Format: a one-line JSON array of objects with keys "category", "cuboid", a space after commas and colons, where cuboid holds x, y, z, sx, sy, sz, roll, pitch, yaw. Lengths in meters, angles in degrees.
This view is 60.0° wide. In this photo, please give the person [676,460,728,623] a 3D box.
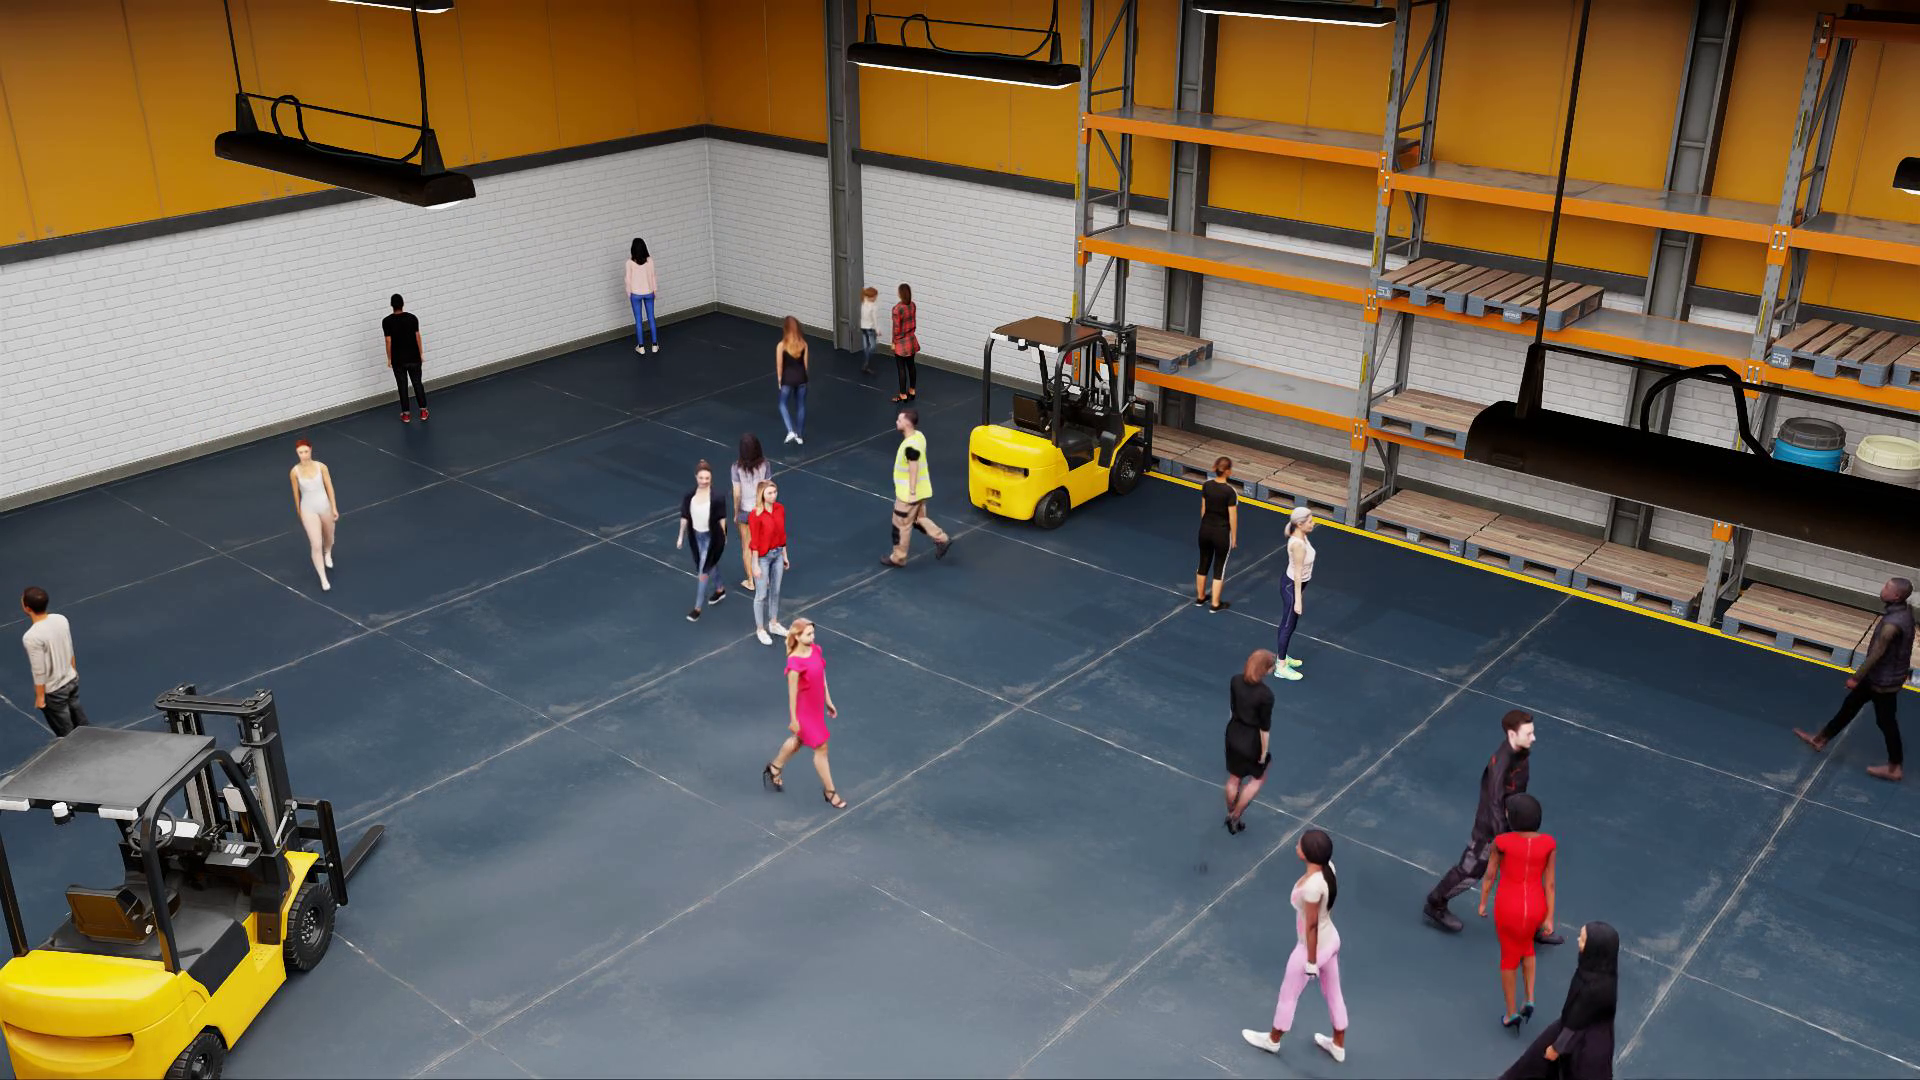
[{"category": "person", "cuboid": [-2.548, -0.043, 17.037, 1.071, 1.641, 0.887, 11, 26, 23]}]

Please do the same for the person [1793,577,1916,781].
[{"category": "person", "cuboid": [7.852, 1.211, 13.985, 1.171, 1.789, 0.816, 14, 27, 28]}]

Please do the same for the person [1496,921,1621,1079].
[{"category": "person", "cuboid": [3.871, 3.024, 10.061, 1.102, 1.610, 0.844, 7, 25, 16]}]

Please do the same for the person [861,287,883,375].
[{"category": "person", "cuboid": [-1.347, -3.104, 24.465, 0.541, 1.300, 0.644, 14, 27, 29]}]

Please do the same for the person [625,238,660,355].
[{"category": "person", "cuboid": [-4.833, -3.721, 25.291, 0.726, 1.768, 0.735, -7, 25, -16]}]

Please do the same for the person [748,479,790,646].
[{"category": "person", "cuboid": [-1.895, 0.189, 16.428, 0.507, 1.704, 0.621, 21, 31, 39]}]

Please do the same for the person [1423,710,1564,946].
[{"category": "person", "cuboid": [3.779, 2.055, 11.952, 1.217, 1.870, 0.741, 16, 28, 33]}]

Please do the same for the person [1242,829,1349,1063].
[{"category": "person", "cuboid": [2.350, 2.658, 10.762, 0.939, 1.717, 0.706, 15, 28, 30]}]

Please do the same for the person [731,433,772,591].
[{"category": "person", "cuboid": [-2.185, -0.311, 17.536, 0.649, 1.733, 0.620, -11, 26, -25]}]

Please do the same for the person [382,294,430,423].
[{"category": "person", "cuboid": [-7.479, -2.466, 22.434, 0.716, 1.758, 0.717, -10, 26, -23]}]

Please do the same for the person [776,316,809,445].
[{"category": "person", "cuboid": [-2.127, -2.027, 21.488, 0.731, 1.712, 0.804, -8, 25, -18]}]

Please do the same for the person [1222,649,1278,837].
[{"category": "person", "cuboid": [2.214, 1.648, 13.112, 0.597, 1.686, 0.681, 19, 30, 36]}]

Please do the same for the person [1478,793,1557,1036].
[{"category": "person", "cuboid": [3.754, 2.525, 11.069, 0.752, 1.716, 0.813, 5, 24, 11]}]

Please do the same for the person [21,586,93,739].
[{"category": "person", "cuboid": [-7.552, 1.218, 13.941, 0.733, 1.811, 0.734, 3, 24, 7]}]

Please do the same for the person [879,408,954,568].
[{"category": "person", "cuboid": [-0.463, -0.549, 17.963, 1.168, 1.826, 1.023, 3, 24, 6]}]

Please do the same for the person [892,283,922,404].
[{"category": "person", "cuboid": [-0.771, -2.757, 23.170, 0.547, 1.702, 0.610, 17, 29, 34]}]

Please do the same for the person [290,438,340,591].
[{"category": "person", "cuboid": [-6.857, -0.328, 17.727, 0.785, 1.611, 1.091, -13, 27, -28]}]

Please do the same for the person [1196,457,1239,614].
[{"category": "person", "cuboid": [2.623, -0.067, 17.059, 0.473, 1.668, 0.650, 21, 31, 39]}]

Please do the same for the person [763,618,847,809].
[{"category": "person", "cuboid": [-1.330, 1.394, 13.690, 1.095, 1.690, 0.809, 8, 25, 18]}]

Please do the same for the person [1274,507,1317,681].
[{"category": "person", "cuboid": [3.159, 0.477, 15.770, 0.693, 1.703, 0.688, 4, 24, 9]}]
